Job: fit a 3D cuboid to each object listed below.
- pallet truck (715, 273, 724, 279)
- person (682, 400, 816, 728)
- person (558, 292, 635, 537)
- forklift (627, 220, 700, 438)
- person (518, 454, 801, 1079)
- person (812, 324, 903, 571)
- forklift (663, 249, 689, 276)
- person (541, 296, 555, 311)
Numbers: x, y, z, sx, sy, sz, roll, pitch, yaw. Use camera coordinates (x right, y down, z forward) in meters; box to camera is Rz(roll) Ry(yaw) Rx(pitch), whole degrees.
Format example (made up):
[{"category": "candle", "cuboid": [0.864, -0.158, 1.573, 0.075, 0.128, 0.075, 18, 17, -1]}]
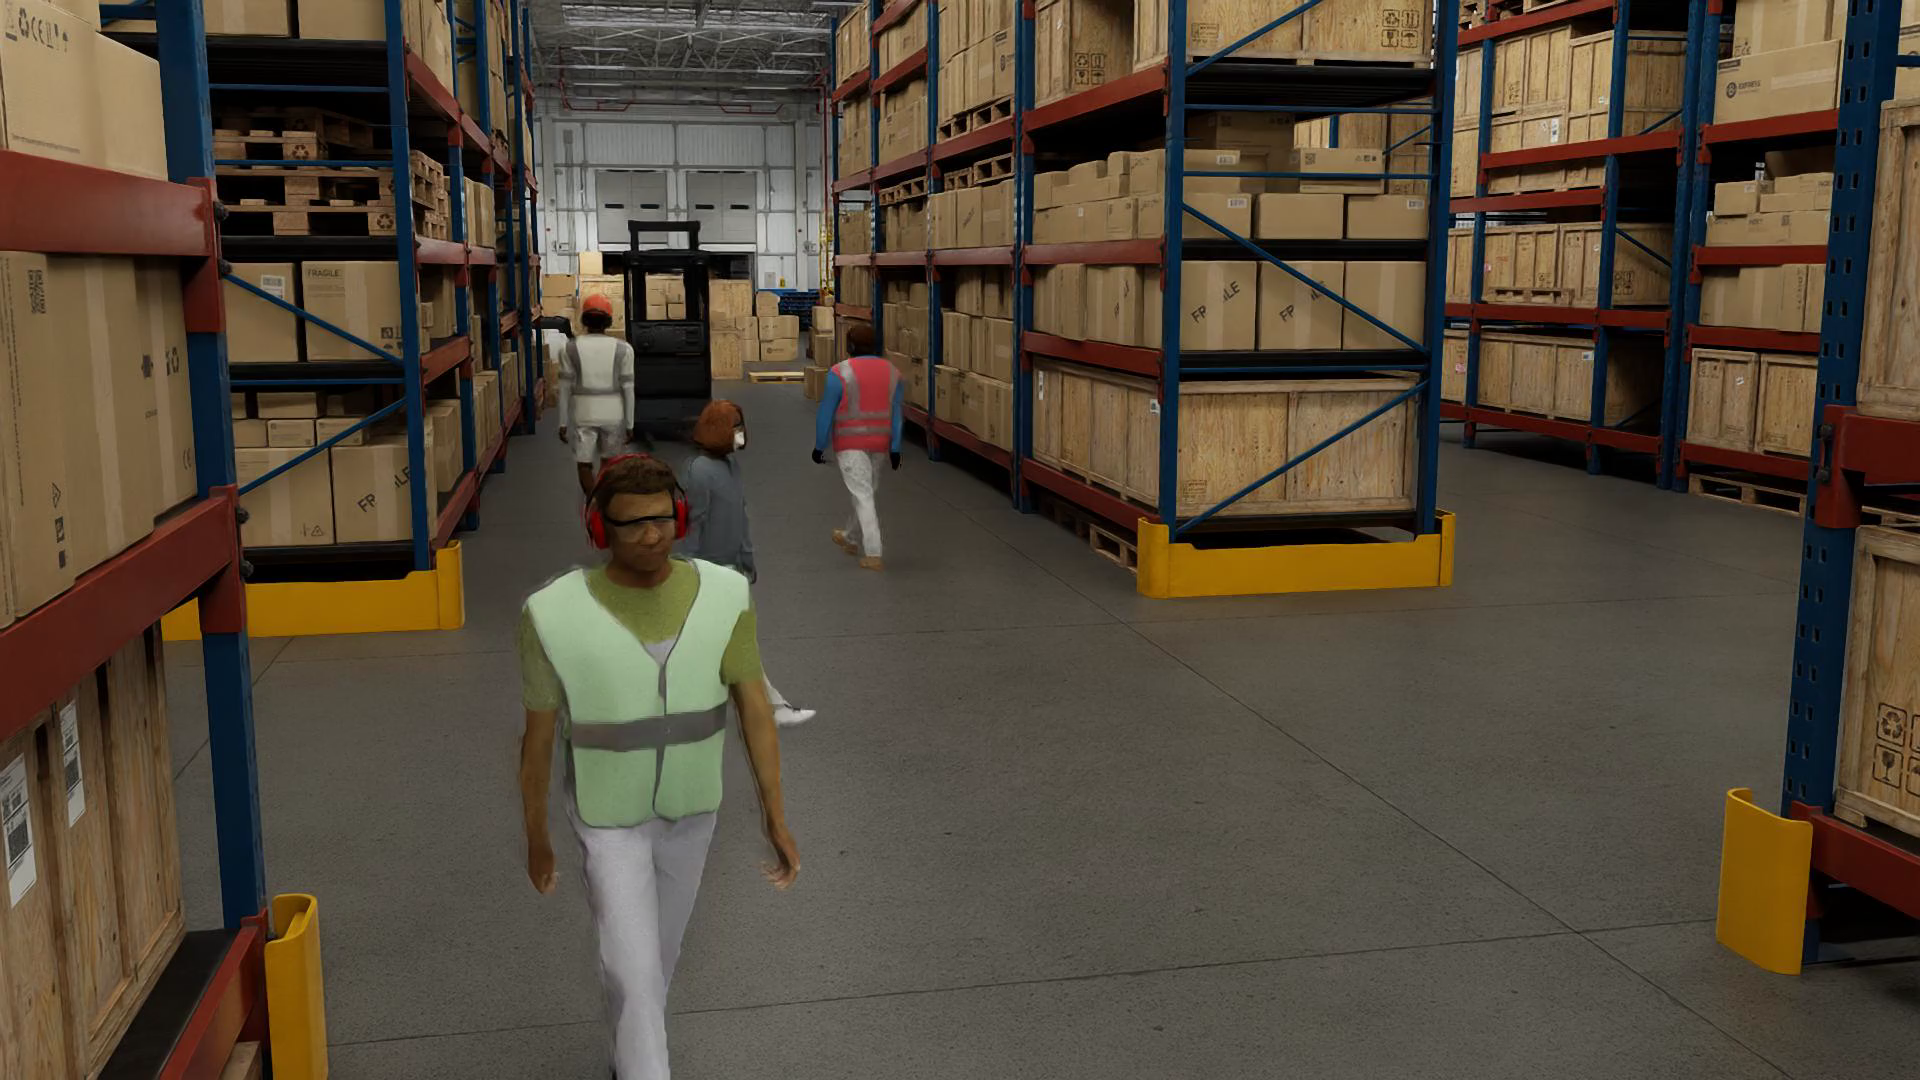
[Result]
[{"category": "pallet truck", "cuboid": [-8.580, -8.986, 62.280, 1.885, 1.965, 0.823, 1, 9, 5]}, {"category": "person", "cuboid": [-1.142, 0.118, 8.018, 0.880, 1.584, 0.514, 2, 9, 11]}, {"category": "person", "cuboid": [-2.930, -0.988, 13.463, 0.618, 2.020, 0.736, -2, 10, -15]}, {"category": "forklift", "cuboid": [-3.883, -2.818, 22.003, 1.129, 2.768, 1.873, -2, 10, -12]}, {"category": "person", "cuboid": [-0.745, 0.678, 4.011, 0.576, 1.789, 0.969, -6, 11, -32]}, {"category": "person", "cuboid": [-0.788, -0.707, 12.436, 0.624, 1.791, 0.954, -7, 12, -36]}, {"category": "forklift", "cuboid": [-9.250, -8.206, 54.841, 1.129, 2.768, 1.873, -7, 12, -38]}, {"category": "person", "cuboid": [-13.712, -7.756, 55.019, 0.772, 1.913, 0.662, 2, 9, 11]}]
